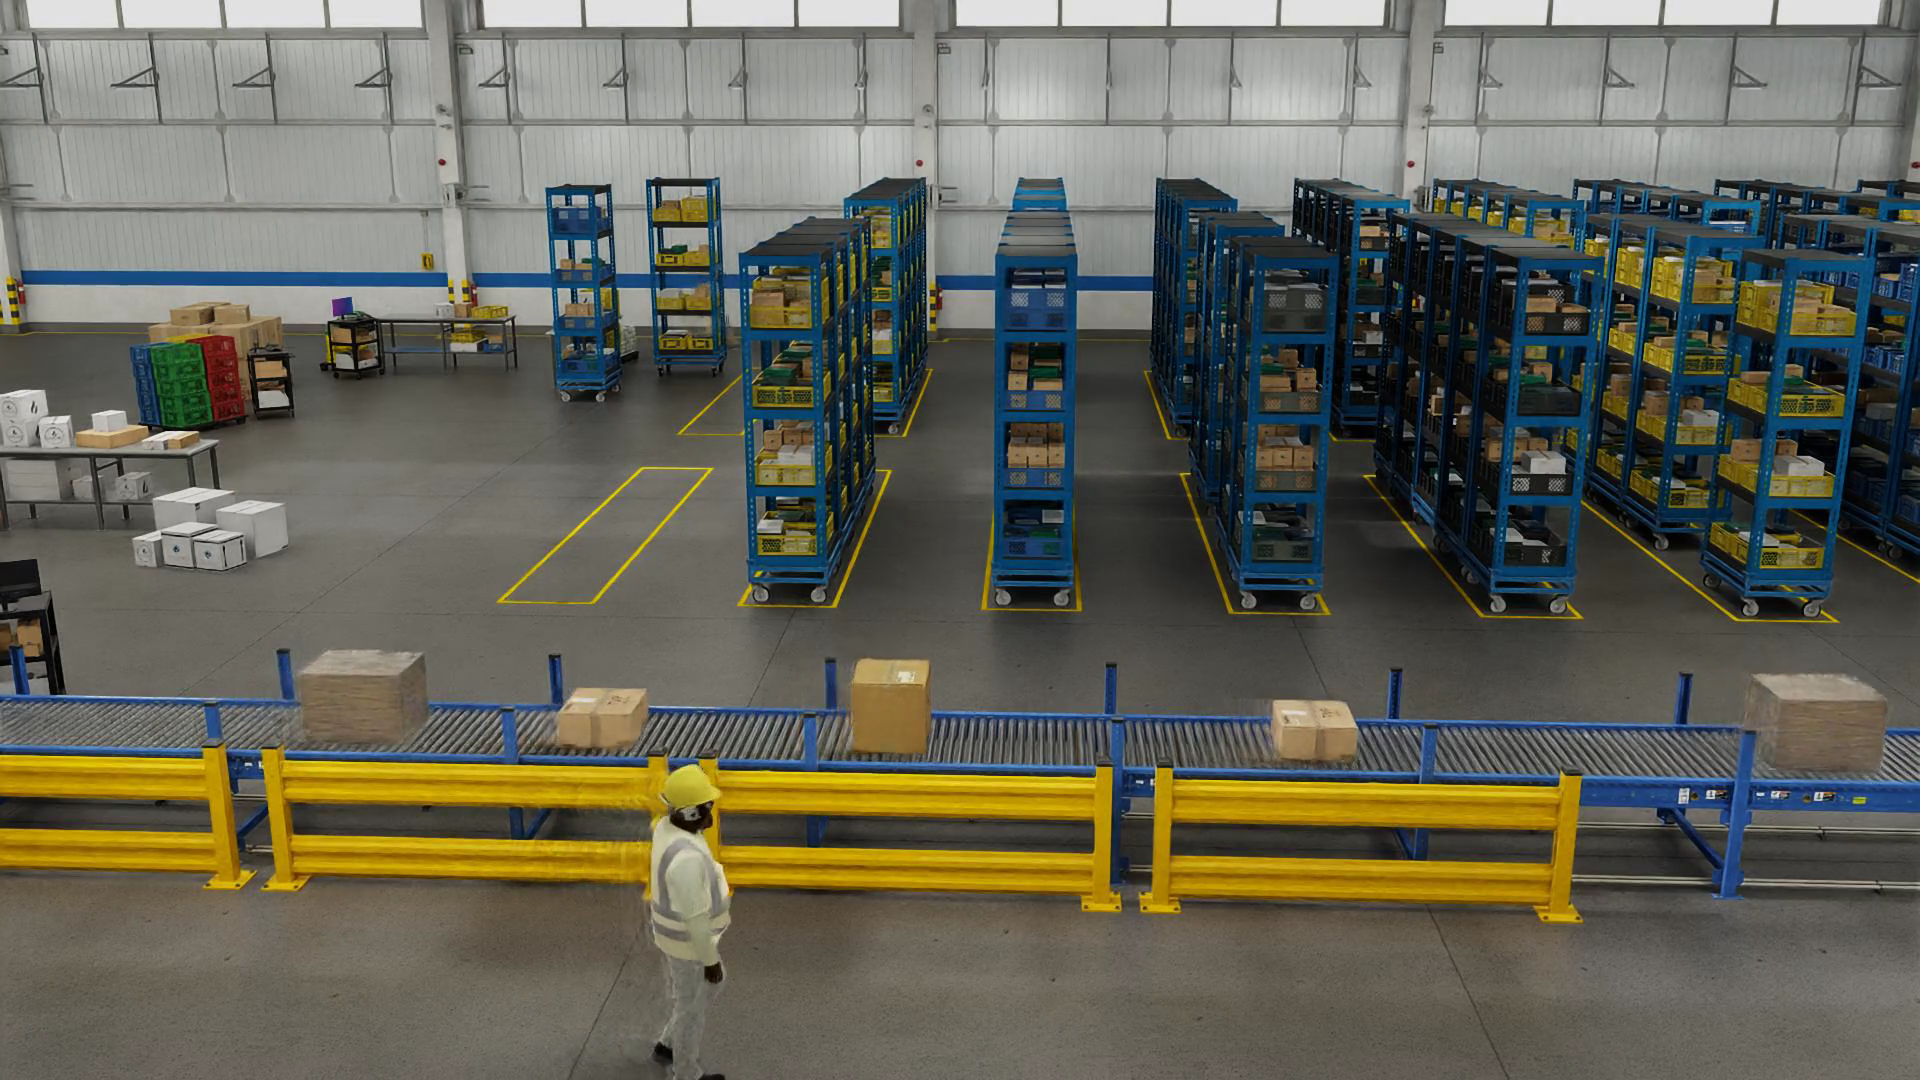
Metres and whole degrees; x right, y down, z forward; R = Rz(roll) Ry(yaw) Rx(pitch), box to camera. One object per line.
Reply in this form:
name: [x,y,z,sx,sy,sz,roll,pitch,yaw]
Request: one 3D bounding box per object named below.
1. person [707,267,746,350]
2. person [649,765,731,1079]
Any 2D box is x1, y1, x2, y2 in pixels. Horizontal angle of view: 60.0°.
person: [-4.771,-4.650,33.553,0.881,1.707,0.594,1,15,5]
person: [-1.378,2.023,8.569,0.408,1.822,0.589,-4,16,-16]
